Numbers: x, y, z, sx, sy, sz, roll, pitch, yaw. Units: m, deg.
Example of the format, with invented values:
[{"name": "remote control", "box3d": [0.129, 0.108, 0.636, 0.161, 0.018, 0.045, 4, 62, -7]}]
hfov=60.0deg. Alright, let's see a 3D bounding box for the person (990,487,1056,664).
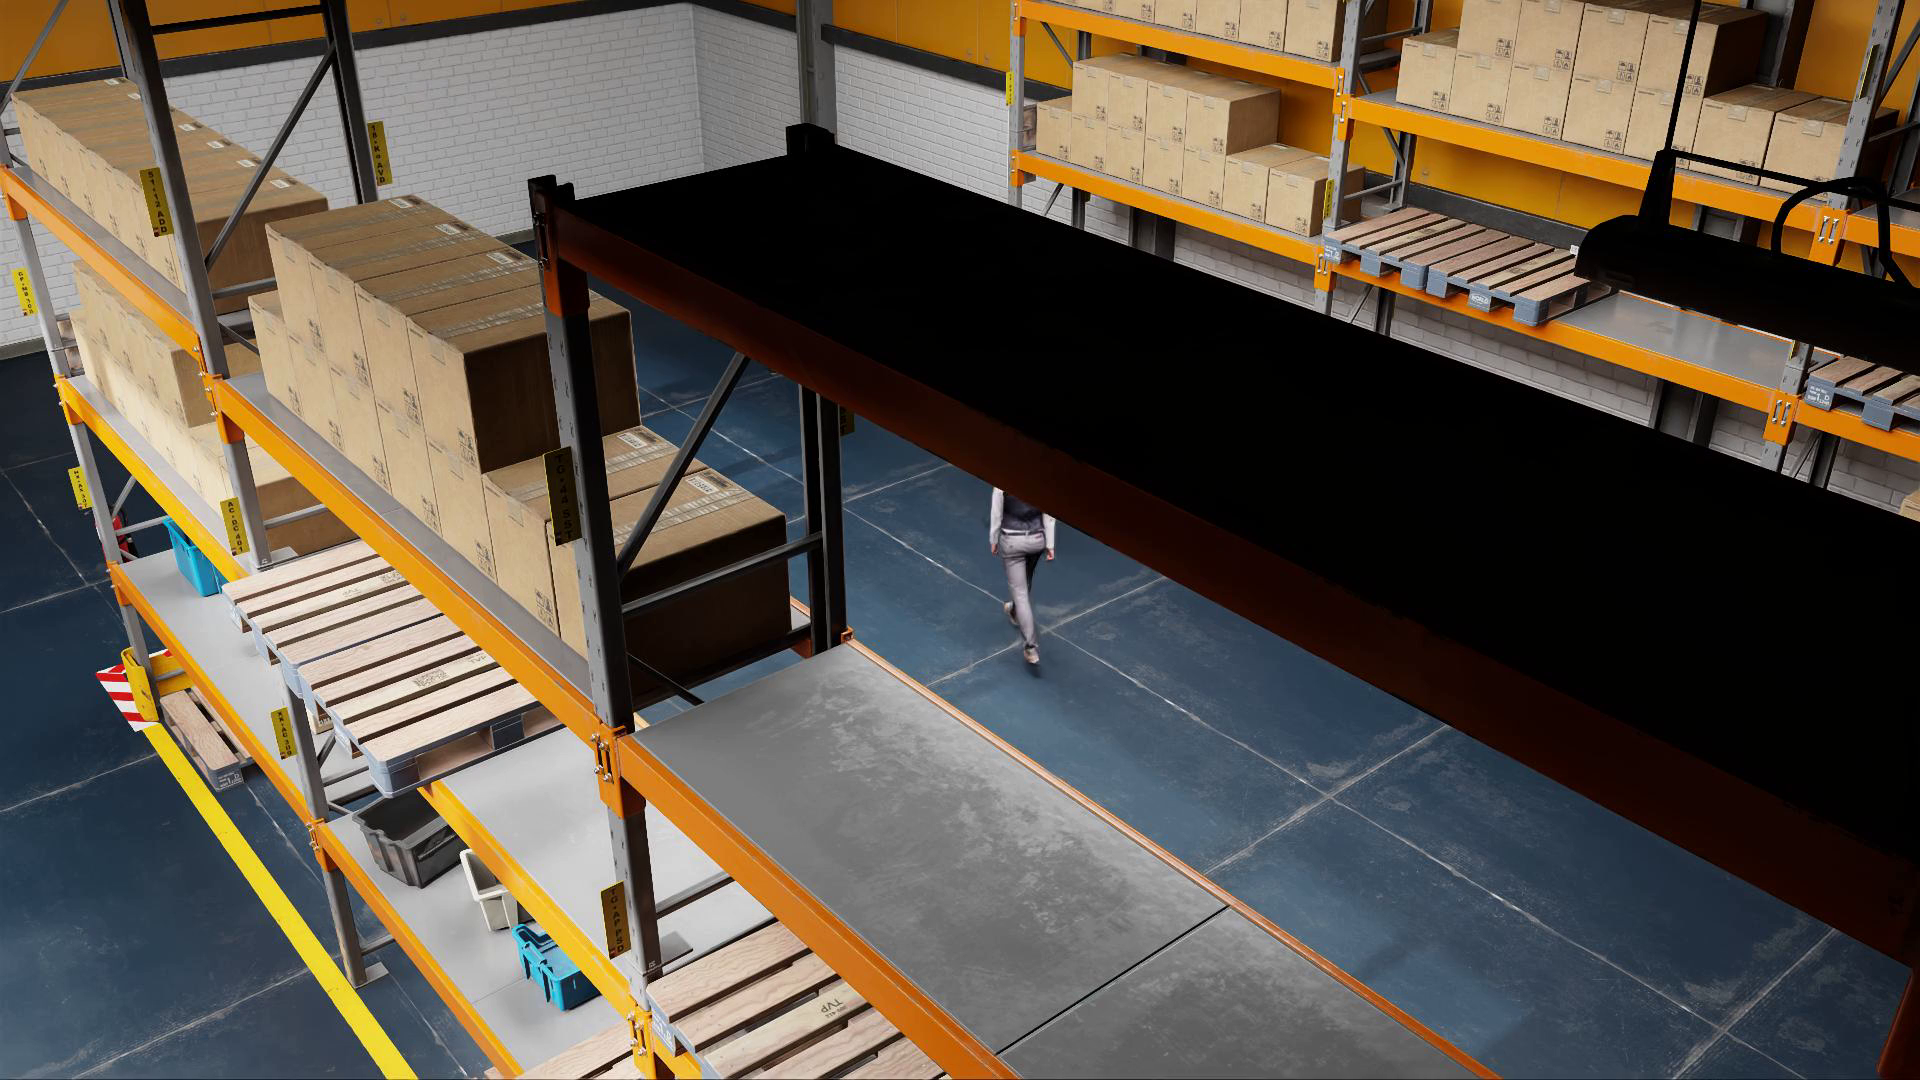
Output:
[{"name": "person", "box3d": [0.520, 0.079, 13.310, 1.060, 1.893, 1.369, -6, 29, -11]}]
